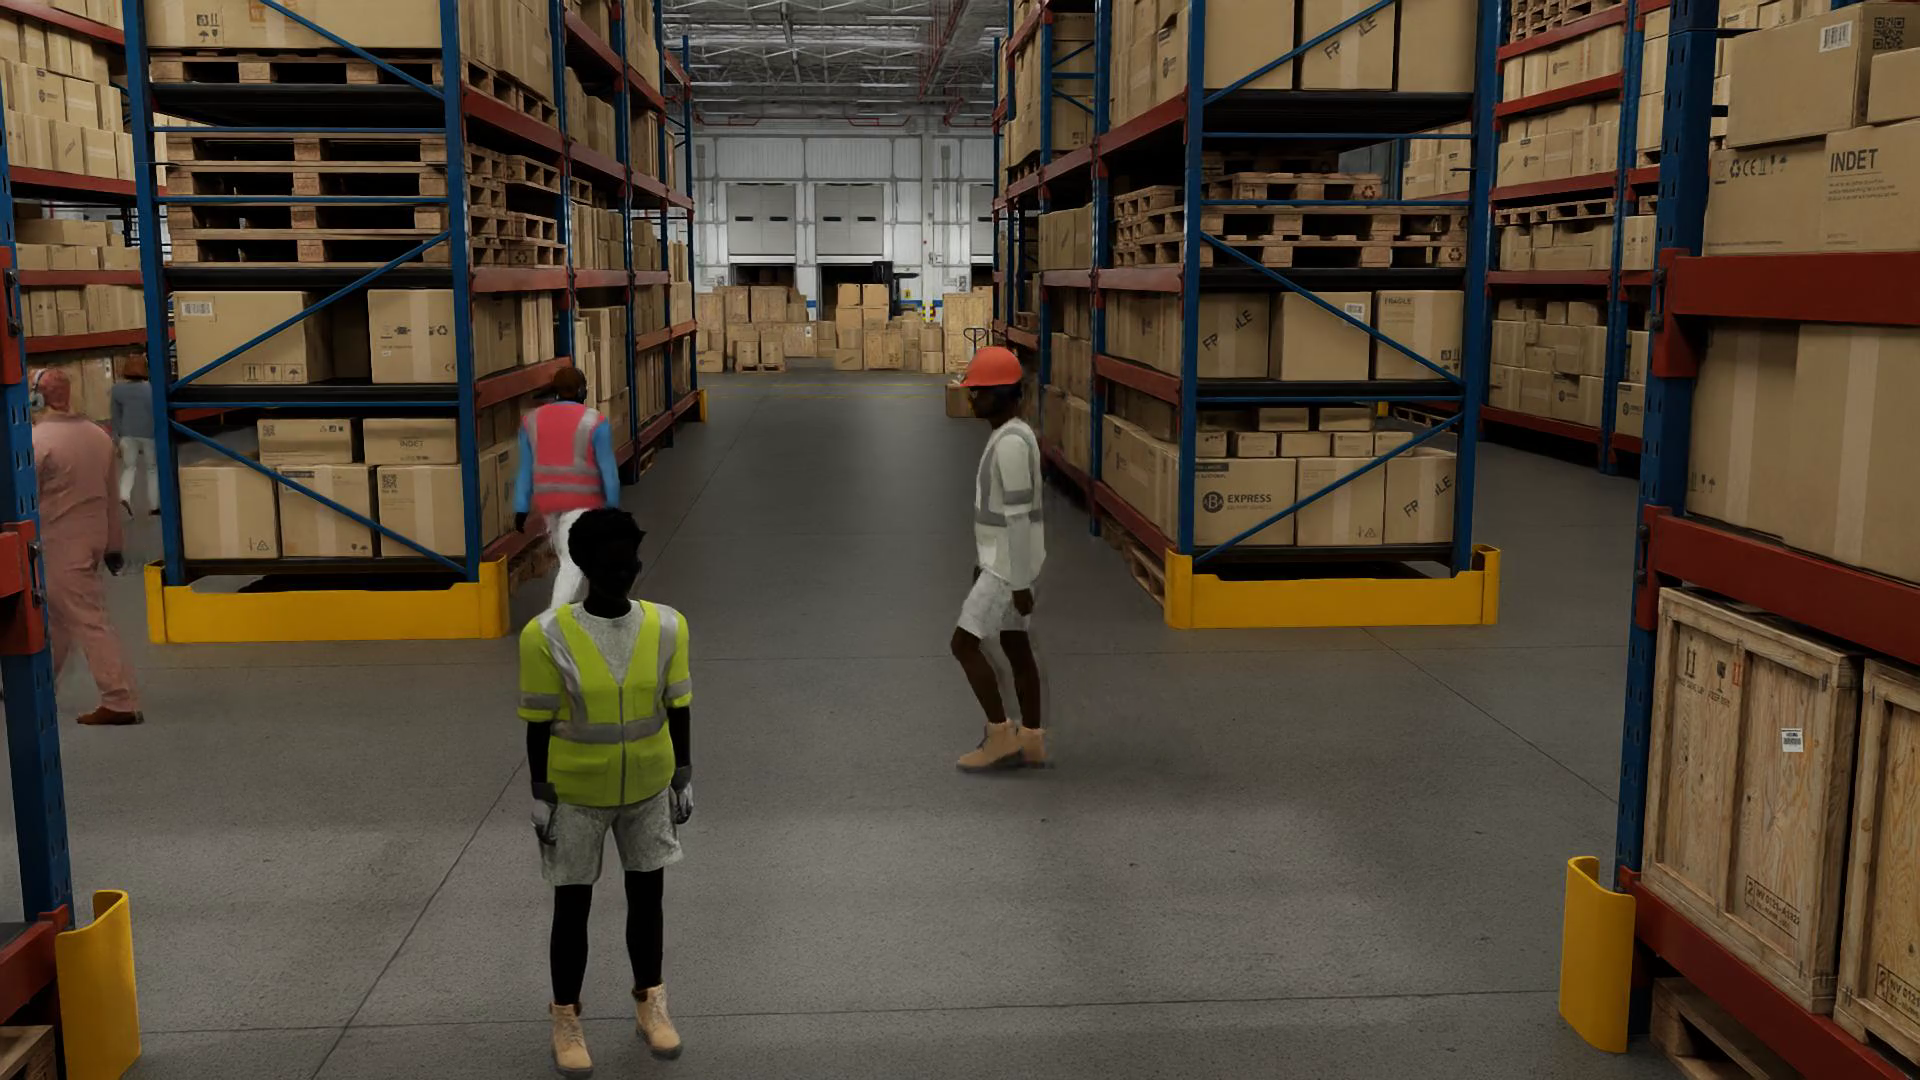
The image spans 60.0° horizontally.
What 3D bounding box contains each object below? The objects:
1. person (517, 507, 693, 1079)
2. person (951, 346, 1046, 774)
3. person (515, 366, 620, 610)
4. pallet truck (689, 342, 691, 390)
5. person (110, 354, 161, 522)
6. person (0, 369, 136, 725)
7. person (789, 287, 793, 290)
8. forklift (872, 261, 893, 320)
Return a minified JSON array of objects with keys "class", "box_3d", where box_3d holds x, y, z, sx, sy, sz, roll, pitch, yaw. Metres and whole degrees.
[{"class":"person","box_3d":[-1.040,0.736,4.938,0.531,1.691,0.318,-5,10,-29]},{"class":"person","box_3d":[0.166,0.106,7.829,0.570,2.022,0.620,1,9,8]},{"class":"person","box_3d":[-2.519,-0.224,10.728,0.645,1.787,1.058,3,9,17]},{"class":"pallet truck","box_3d":[-5.225,-3.008,27.480,1.885,1.965,0.823,2,9,14]},{"class":"person","box_3d":[-7.913,-0.984,15.996,0.507,1.603,0.756,-1,9,-8]},{"class":"person","box_3d":[-4.782,0.047,8.699,0.954,1.860,0.658,1,9,5]},{"class":"person","box_3d":[-5.976,-7.935,58.588,0.551,1.941,0.342,-4,10,-25]},{"class":"forklift","box_3d":[-2.571,-7.866,55.224,1.873,2.768,1.129,-5,10,-27]}]
